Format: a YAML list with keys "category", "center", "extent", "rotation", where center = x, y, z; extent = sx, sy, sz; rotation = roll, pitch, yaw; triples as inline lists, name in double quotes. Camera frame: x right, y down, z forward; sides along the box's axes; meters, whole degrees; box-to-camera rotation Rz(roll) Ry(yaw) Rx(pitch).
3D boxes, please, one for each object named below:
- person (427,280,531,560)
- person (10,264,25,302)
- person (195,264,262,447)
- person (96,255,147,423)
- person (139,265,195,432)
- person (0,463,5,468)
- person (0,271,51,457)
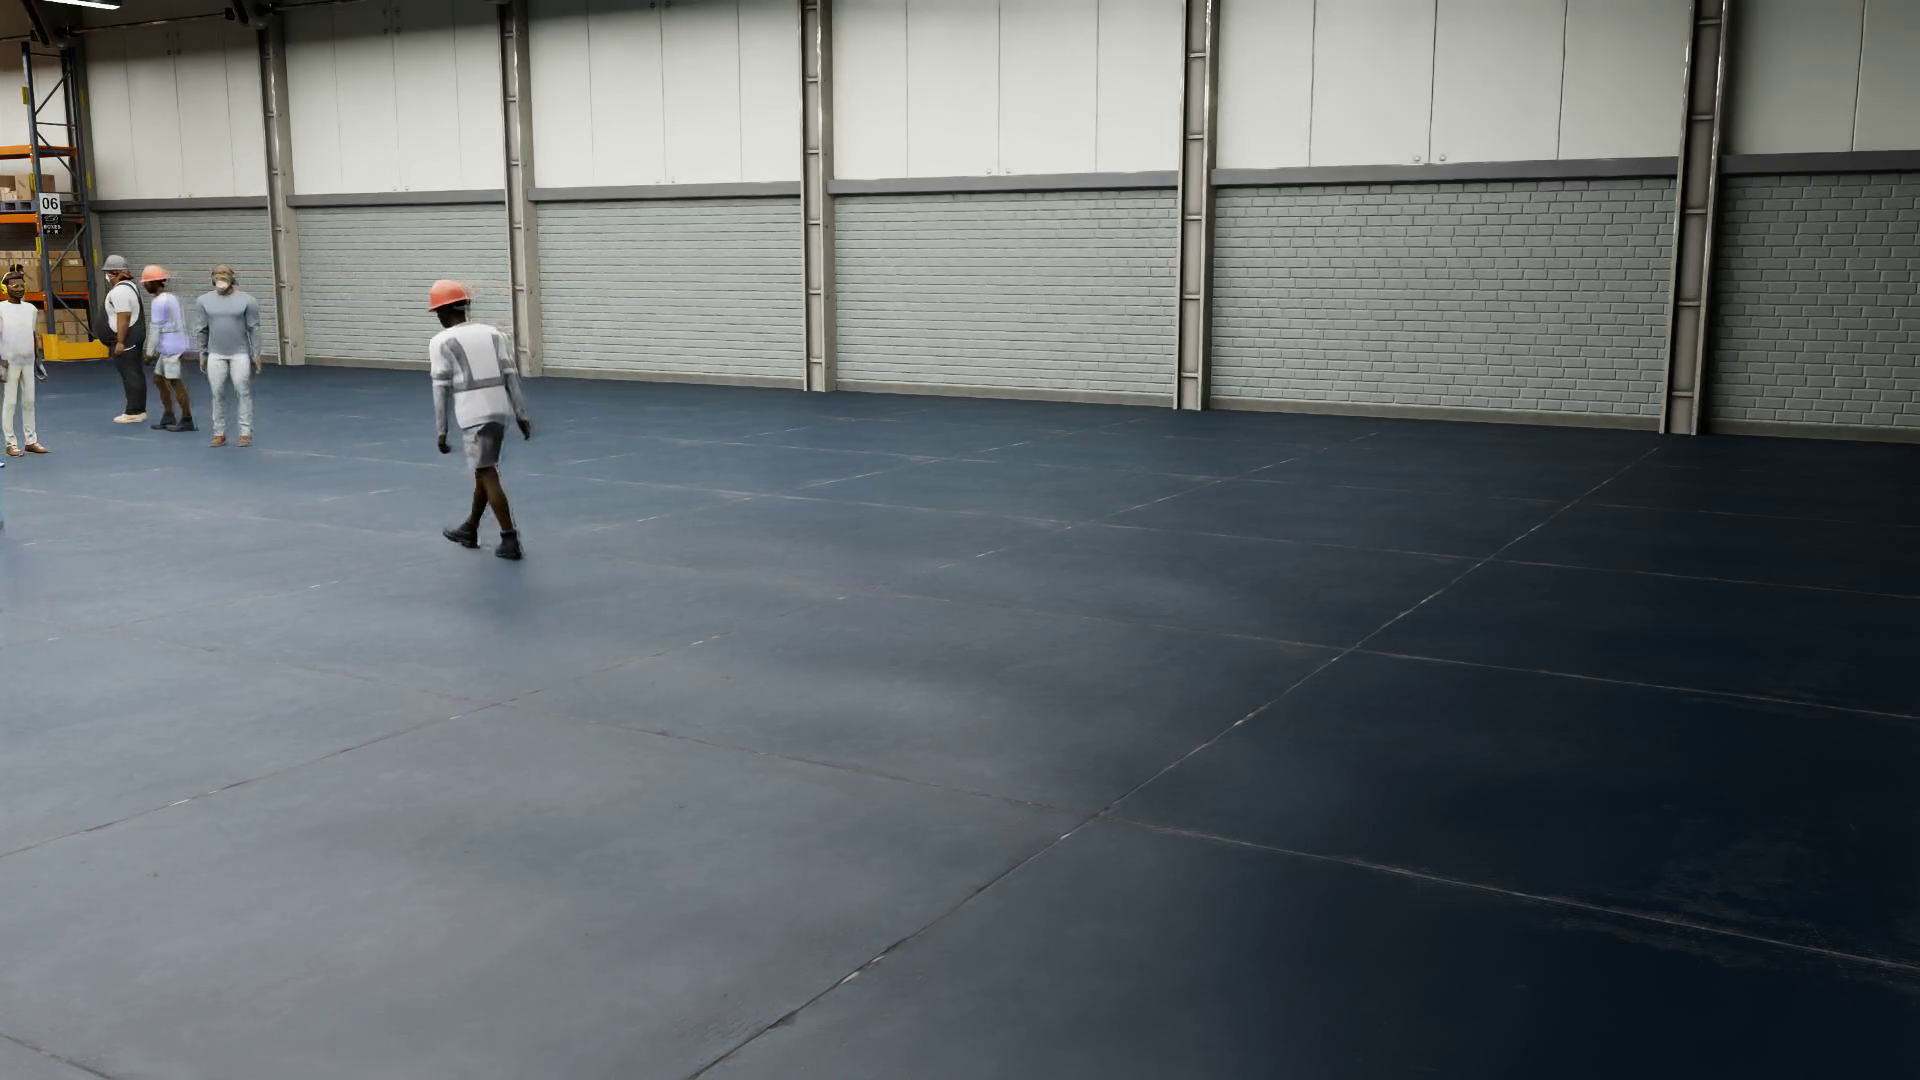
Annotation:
- category: "person"
  center: [-3.288, -0.816, 11.256]
  extent: [0.987, 1.855, 0.582]
  rotation: [7, 12, 35]
- category: "person"
  center: [-17.897, -4.309, 31.668]
  extent: [0.313, 1.869, 0.538]
  rotation: [-7, 12, -35]
- category: "person"
  center: [-7.770, -1.955, 17.684]
  extent: [0.636, 1.937, 0.364]
  rotation: [-2, 10, -12]
- category: "person"
  center: [-10.240, -2.453, 20.304]
  extent: [0.536, 2.000, 0.684]
  rotation: [-2, 10, -12]
- category: "person"
  center: [-9.171, -2.184, 19.094]
  extent: [0.656, 1.909, 0.538]
  rotation: [-2, 10, -13]
- category: "person"
  center: [-9.655, -1.615, 15.884]
  extent: [0.988, 1.883, 0.589]
  rotation: [5, 11, 27]
- category: "person"
  center: [-9.559, -1.789, 16.910]
  extent: [0.328, 1.874, 0.517]
  rotation: [5, 11, 25]
